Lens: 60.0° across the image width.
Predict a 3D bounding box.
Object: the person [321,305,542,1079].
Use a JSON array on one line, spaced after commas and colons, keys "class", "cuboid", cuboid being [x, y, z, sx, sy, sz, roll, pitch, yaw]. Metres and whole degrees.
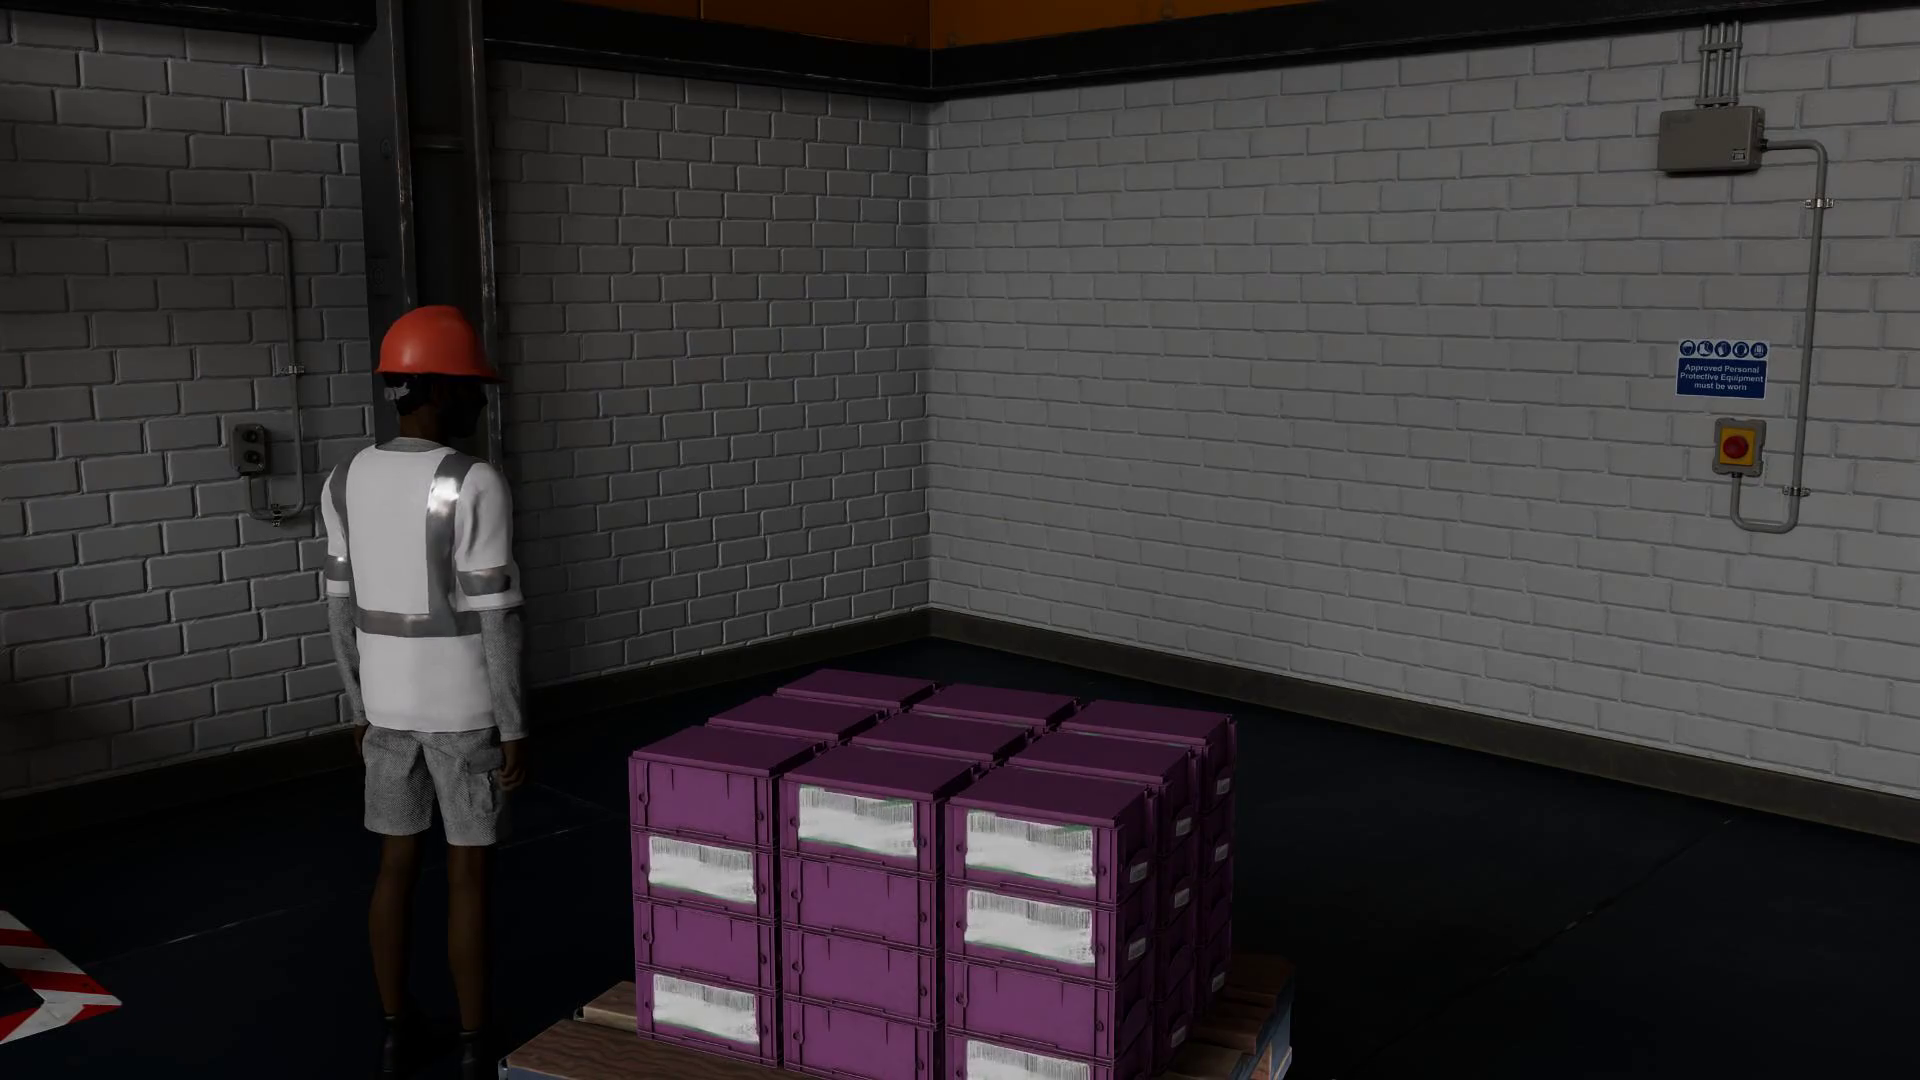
[{"class": "person", "cuboid": [-1.274, 0.398, 4.098, 0.550, 1.933, 0.370, 4, 10, 24]}]
